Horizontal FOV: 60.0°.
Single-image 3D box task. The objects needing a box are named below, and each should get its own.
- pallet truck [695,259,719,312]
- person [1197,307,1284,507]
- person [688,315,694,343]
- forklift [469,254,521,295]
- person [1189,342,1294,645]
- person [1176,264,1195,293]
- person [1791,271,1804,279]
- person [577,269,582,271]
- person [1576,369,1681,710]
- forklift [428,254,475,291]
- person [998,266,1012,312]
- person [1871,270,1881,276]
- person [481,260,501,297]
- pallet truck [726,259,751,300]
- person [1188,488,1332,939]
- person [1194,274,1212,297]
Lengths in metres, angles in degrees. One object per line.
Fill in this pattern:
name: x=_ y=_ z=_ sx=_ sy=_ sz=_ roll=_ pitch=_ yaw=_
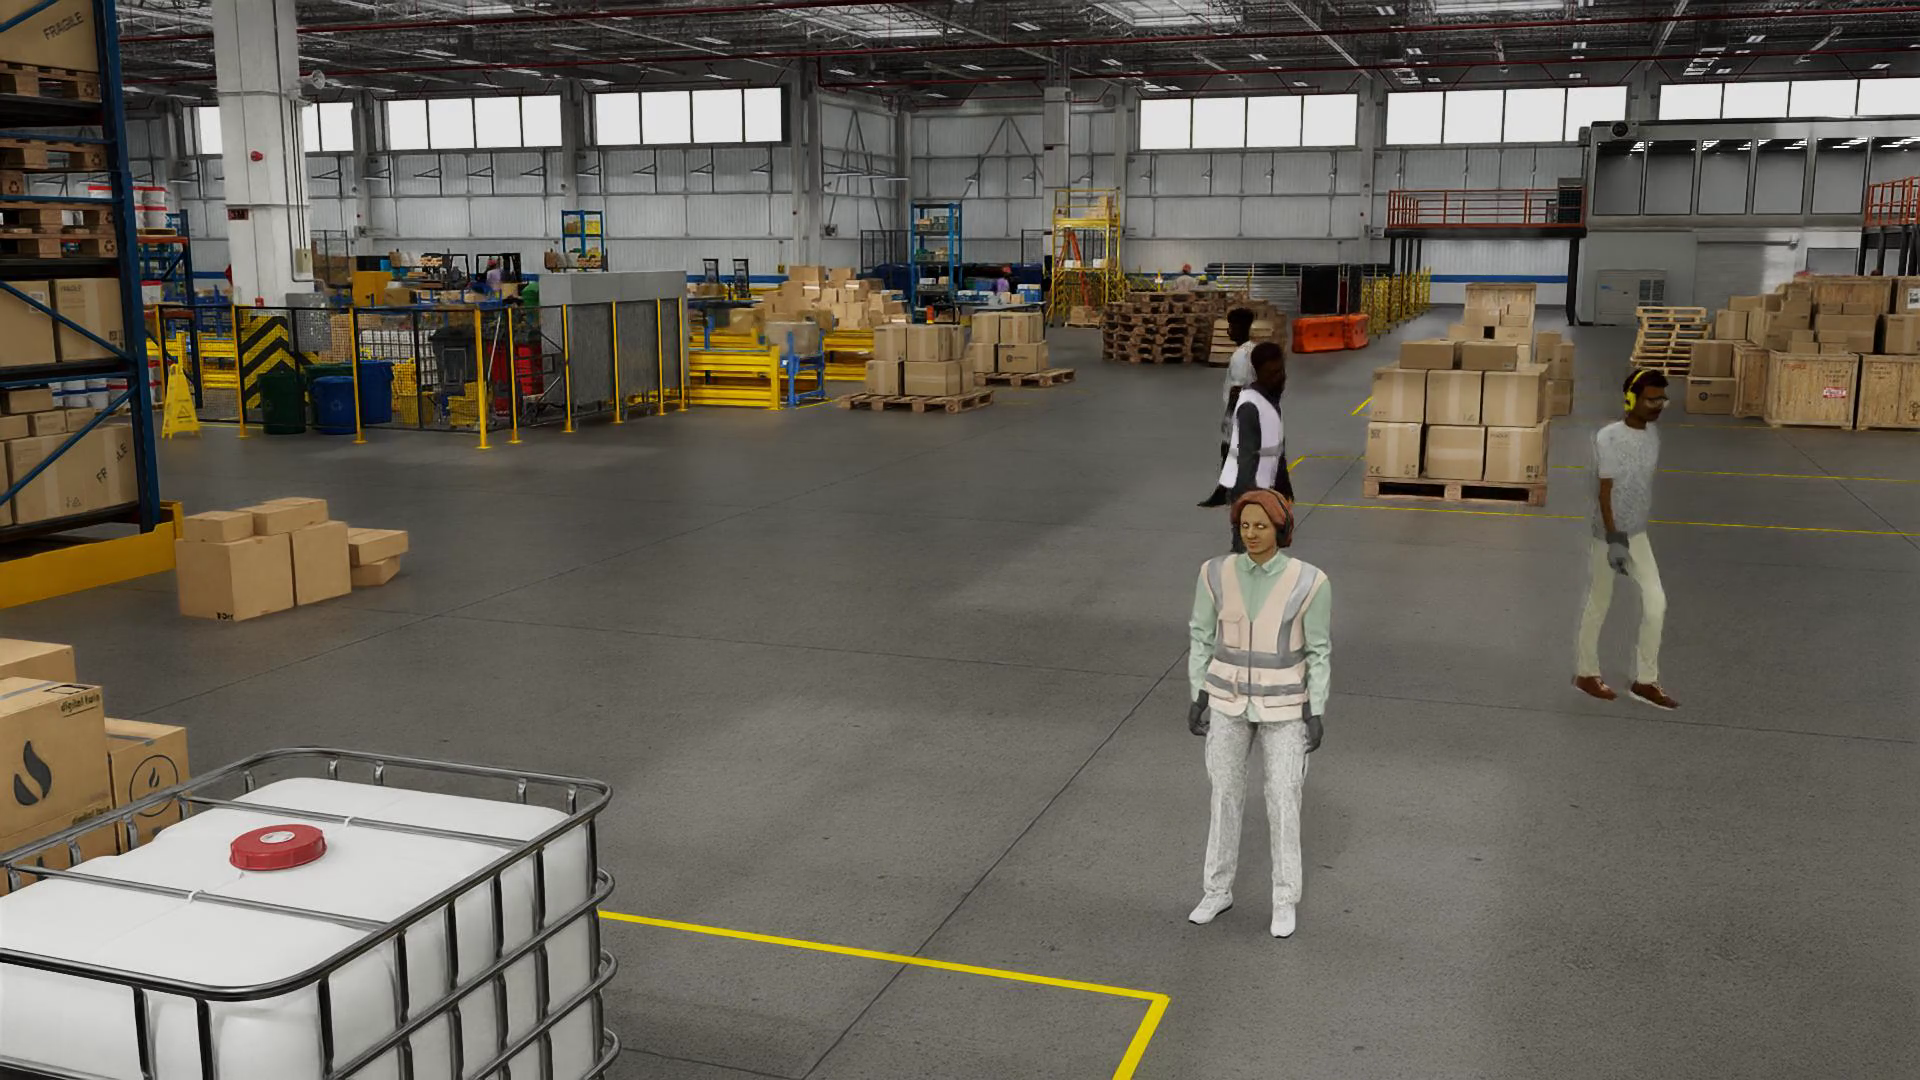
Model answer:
pallet truck: x=-9.165 y=-9.627 z=62.776 sx=0.823 sy=1.965 sz=1.885 roll=4 pitch=11 yaw=23
person: x=2.700 y=-1.209 z=15.632 sx=0.895 sy=1.945 sz=0.616 roll=3 pitch=11 yaw=18
person: x=-4.919 y=-3.639 z=29.369 sx=0.811 sy=1.877 sz=0.681 roll=5 pitch=11 yaw=26
forklift: x=-17.990 y=-10.121 z=64.684 sx=1.157 sy=1.987 sz=2.680 roll=3 pitch=11 yaw=17
person: x=1.830 y=-0.310 z=10.566 sx=0.557 sy=1.912 sz=0.810 roll=4 pitch=11 yaw=20
person: x=6.240 y=-6.552 z=45.551 sx=0.653 sy=1.955 sz=0.933 roll=8 pitch=13 yaw=39
person: x=18.826 y=-5.098 z=37.492 sx=0.568 sy=1.915 sz=0.523 roll=-3 pitch=11 yaw=-18
person: x=-13.532 y=-8.901 z=59.339 sx=0.314 sy=1.769 sz=0.524 roll=6 pitch=12 yaw=30
person: x=3.643 y=0.006 z=8.976 sx=0.500 sy=1.835 sz=0.751 roll=-4 pitch=11 yaw=-21
forklift: x=-20.133 y=-10.254 z=65.465 sx=1.157 sy=1.987 sz=2.680 roll=3 pitch=11 yaw=19
person: x=1.321 y=-6.512 z=45.456 sx=0.787 sy=1.909 sz=0.564 roll=4 pitch=11 yaw=22
person: x=22.546 y=-5.711 z=41.045 sx=0.360 sy=1.882 sz=0.575 roll=0 pitch=10 yaw=-1
person: x=-15.738 y=-8.407 z=55.937 sx=1.073 sy=1.987 sz=0.629 roll=2 pitch=10 yaw=13
pallet truck: x=-7.986 y=-9.493 z=62.019 sx=0.823 sy=1.965 sz=1.885 roll=3 pitch=11 yaw=17
person: x=1.082 y=0.622 z=6.062 sx=0.522 sy=1.640 sz=0.306 roll=5 pitch=11 yaw=25
person: x=6.482 y=-6.239 z=44.435 sx=0.498 sy=1.725 sz=0.428 roll=4 pitch=11 yaw=21
